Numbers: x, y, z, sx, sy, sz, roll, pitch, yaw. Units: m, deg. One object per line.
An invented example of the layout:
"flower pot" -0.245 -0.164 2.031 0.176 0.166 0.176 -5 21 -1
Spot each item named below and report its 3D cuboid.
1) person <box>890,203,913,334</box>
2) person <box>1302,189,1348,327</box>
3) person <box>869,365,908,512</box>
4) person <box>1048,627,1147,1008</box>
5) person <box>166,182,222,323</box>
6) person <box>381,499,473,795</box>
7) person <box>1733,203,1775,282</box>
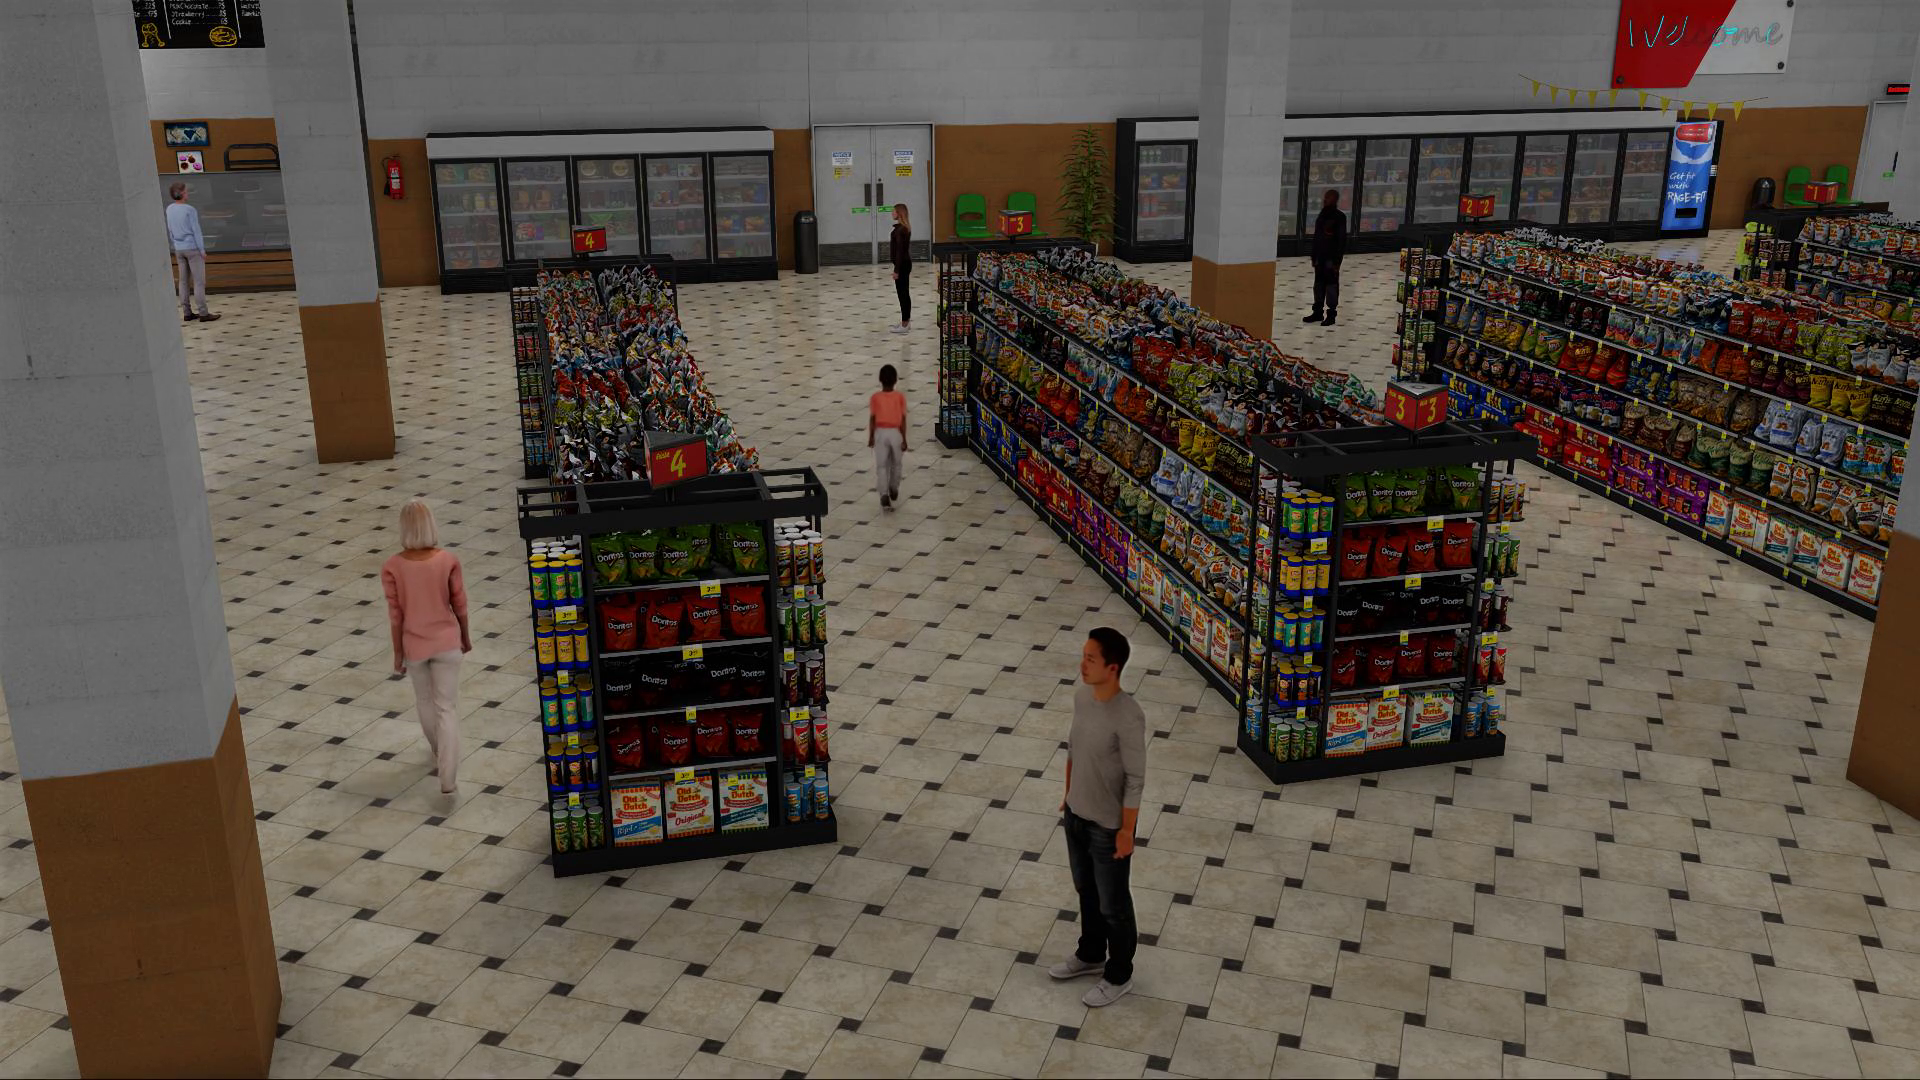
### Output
"person" -0.766 -3.626 22.157 0.734 1.705 0.591 3 19 10
"person" 5.027 -3.868 22.685 0.822 1.825 0.644 -12 22 -31
"person" -0.637 -0.885 14.672 0.630 1.293 0.928 0 19 -1
"person" 0.656 1.241 7.557 0.777 1.811 0.572 -10 21 -28
"person" -10.605 -3.961 22.855 0.753 1.894 0.775 7 20 19
"person" -3.028 0.648 9.525 0.631 1.677 1.149 -5 19 -16
"person" 9.537 -3.071 20.077 0.900 1.983 0.707 1 19 2
